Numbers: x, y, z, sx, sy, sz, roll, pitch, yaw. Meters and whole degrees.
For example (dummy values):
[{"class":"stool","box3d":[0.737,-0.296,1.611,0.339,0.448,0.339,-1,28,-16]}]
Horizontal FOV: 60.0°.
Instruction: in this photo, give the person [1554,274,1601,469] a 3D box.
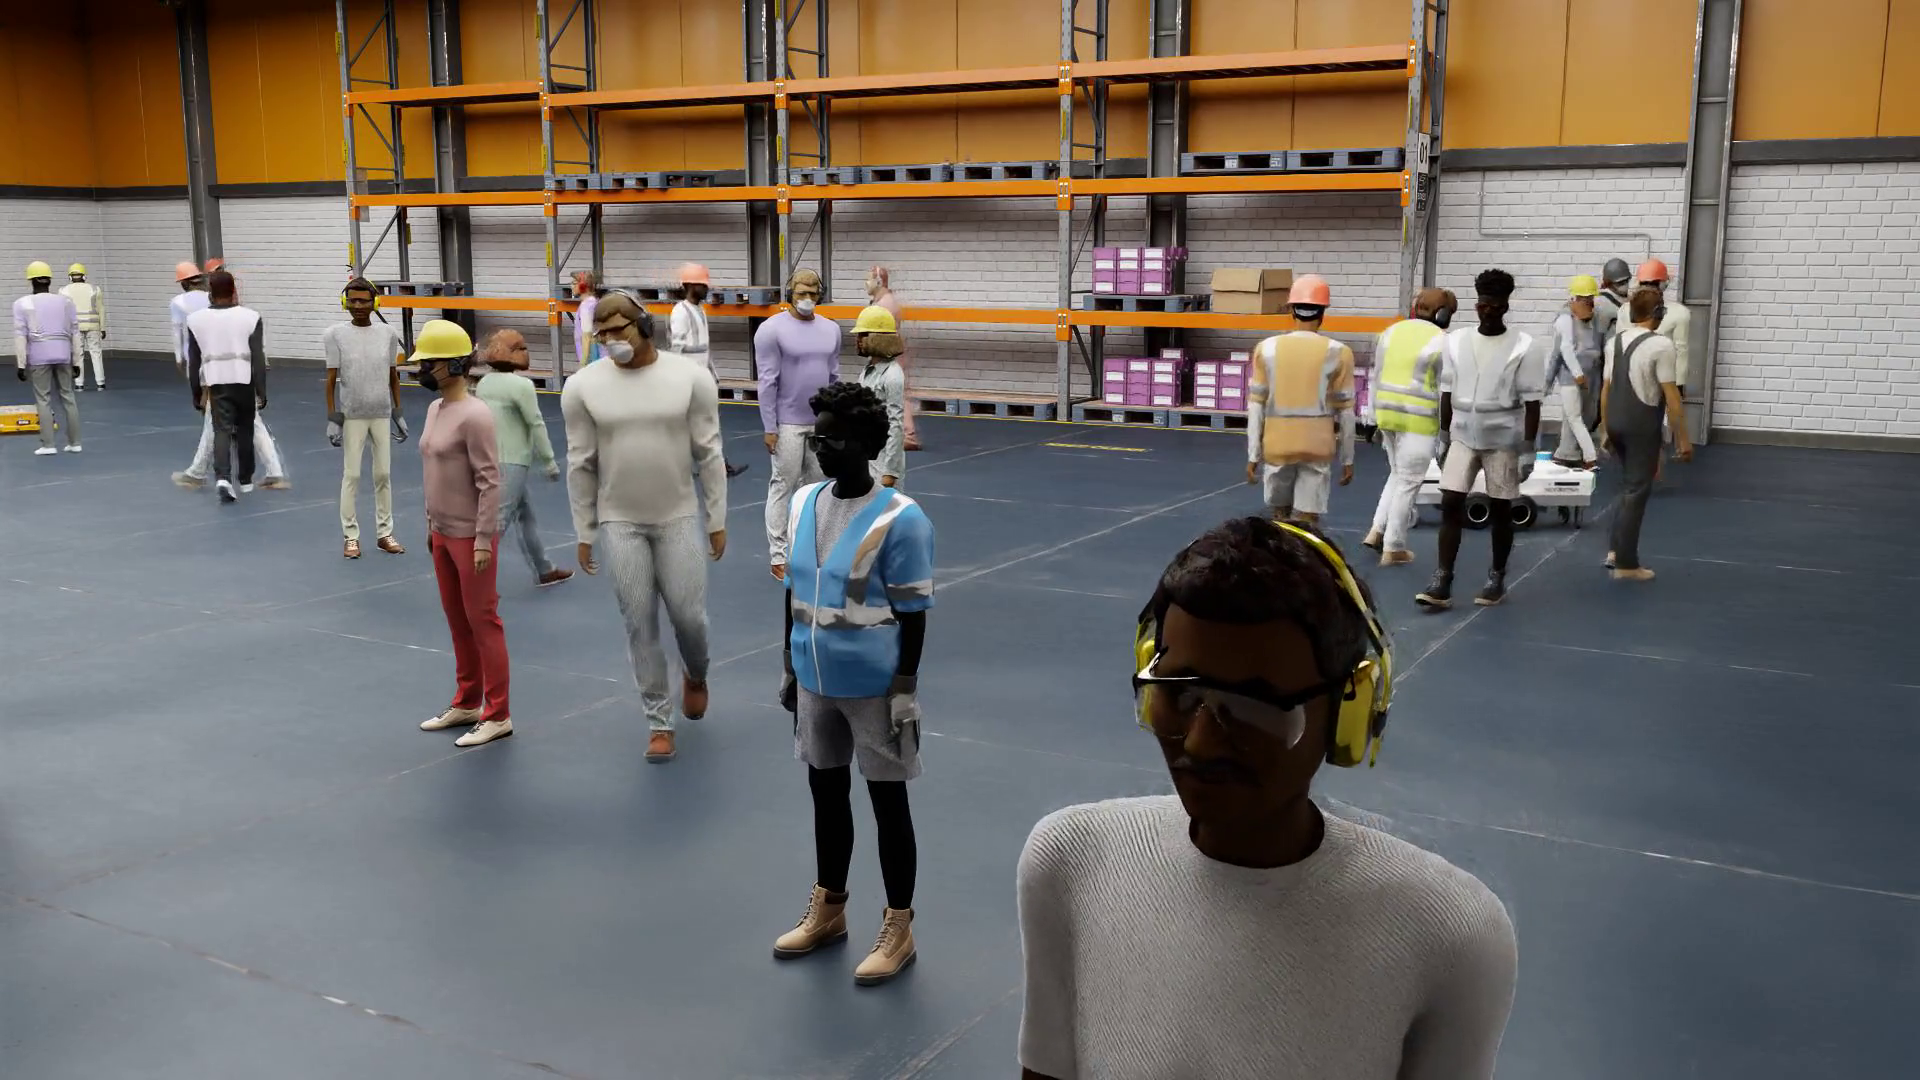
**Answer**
[{"class":"person","box3d":[5.735,-1.541,15.378,0.623,1.806,0.473,-9,13,-40]}]

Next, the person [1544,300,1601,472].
[{"class":"person","box3d":[5.687,-1.421,15.326,0.488,1.589,0.839,-5,11,-25]}]

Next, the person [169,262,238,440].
[{"class":"person","box3d":[-7.928,-1.950,17.436,0.604,1.908,0.512,-7,12,-36]}]

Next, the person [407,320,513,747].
[{"class":"person","box3d":[-2.096,-0.027,6.923,0.317,1.767,0.535,-9,13,-40]}]

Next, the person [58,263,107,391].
[{"class":"person","box3d":[-12.544,-3.034,23.796,0.588,1.822,0.403,-6,12,-30]}]

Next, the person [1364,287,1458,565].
[{"class":"person","box3d":[2.940,-0.720,10.762,0.474,1.804,0.673,-6,12,-30]}]

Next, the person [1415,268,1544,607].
[{"class":"person","box3d":[2.918,-0.549,9.375,0.626,1.933,0.810,8,13,39]}]

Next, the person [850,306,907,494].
[{"class":"person","box3d":[-0.456,-0.415,9.190,0.294,1.744,0.486,-5,11,-25]}]

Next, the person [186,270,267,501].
[{"class":"person","box3d":[-6.027,-1.278,13.694,0.603,1.876,0.966,-3,10,-15]}]

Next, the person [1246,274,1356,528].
[{"class":"person","box3d":[1.882,-0.494,9.146,0.576,1.914,0.562,4,11,21]}]

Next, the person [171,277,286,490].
[{"class":"person","box3d":[-6.215,-1.328,14.096,0.987,1.828,0.586,3,10,17]}]

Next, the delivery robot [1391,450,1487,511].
[{"class":"delivery robot","box3d":[3.564,-0.425,12.341,0.707,0.478,0.477,1,10,6]}]

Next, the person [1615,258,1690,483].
[{"class":"person","box3d":[5.750,-1.346,13.804,0.689,1.972,0.633,-9,14,-42]}]

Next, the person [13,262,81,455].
[{"class":"person","box3d":[-9.078,-1.801,16.557,0.411,1.917,0.601,8,13,38]}]

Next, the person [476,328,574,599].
[{"class":"person","box3d":[-2.663,-0.450,9.838,0.502,1.591,0.869,9,14,42]}]

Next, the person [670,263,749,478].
[{"class":"person","box3d":[-2.232,-1.481,14.754,0.875,1.905,0.570,2,10,9]}]

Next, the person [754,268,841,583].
[{"class":"person","box3d":[-0.977,-0.709,10.310,0.627,1.936,0.374,-9,14,-42]}]

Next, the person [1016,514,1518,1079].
[{"class":"person","box3d":[0.287,0.859,1.741,0.526,1.844,0.920,6,12,30]}]

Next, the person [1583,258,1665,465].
[{"class":"person","box3d":[6.193,-1.711,15.683,0.951,2.000,0.674,6,11,29]}]

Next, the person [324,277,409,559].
[{"class":"person","box3d":[-3.958,-0.815,11.107,0.533,1.864,0.314,-8,13,-37]}]

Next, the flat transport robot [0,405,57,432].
[{"class":"flat transport robot","box3d":[-10.724,-1.380,18.818,0.652,0.197,1.431,-8,13,-37]}]

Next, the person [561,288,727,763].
[{"class":"person","box3d":[-1.278,-0.073,6.807,0.652,1.903,0.575,-1,10,-6]}]

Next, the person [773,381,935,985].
[{"class":"person","box3d":[-0.308,0.399,4.713,0.535,1.697,0.318,8,13,37]}]

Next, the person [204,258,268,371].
[{"class":"person","box3d":[-11.867,-3.636,27.067,1.205,1.891,0.636,2,10,12]}]

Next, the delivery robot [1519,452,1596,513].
[{"class":"delivery robot","box3d":[4.287,-0.407,12.242,0.707,0.478,0.477,0,10,1]}]

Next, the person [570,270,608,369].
[{"class":"person","box3d":[-3.666,-1.761,16.546,0.465,1.832,0.608,-1,10,-4]}]

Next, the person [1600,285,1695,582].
[{"class":"person","box3d":[4.240,-0.644,10.245,0.477,1.833,0.566,-3,10,-17]}]

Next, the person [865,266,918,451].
[{"class":"person","box3d":[-0.875,-1.808,16.736,0.976,1.852,0.676,-1,10,-7]}]
